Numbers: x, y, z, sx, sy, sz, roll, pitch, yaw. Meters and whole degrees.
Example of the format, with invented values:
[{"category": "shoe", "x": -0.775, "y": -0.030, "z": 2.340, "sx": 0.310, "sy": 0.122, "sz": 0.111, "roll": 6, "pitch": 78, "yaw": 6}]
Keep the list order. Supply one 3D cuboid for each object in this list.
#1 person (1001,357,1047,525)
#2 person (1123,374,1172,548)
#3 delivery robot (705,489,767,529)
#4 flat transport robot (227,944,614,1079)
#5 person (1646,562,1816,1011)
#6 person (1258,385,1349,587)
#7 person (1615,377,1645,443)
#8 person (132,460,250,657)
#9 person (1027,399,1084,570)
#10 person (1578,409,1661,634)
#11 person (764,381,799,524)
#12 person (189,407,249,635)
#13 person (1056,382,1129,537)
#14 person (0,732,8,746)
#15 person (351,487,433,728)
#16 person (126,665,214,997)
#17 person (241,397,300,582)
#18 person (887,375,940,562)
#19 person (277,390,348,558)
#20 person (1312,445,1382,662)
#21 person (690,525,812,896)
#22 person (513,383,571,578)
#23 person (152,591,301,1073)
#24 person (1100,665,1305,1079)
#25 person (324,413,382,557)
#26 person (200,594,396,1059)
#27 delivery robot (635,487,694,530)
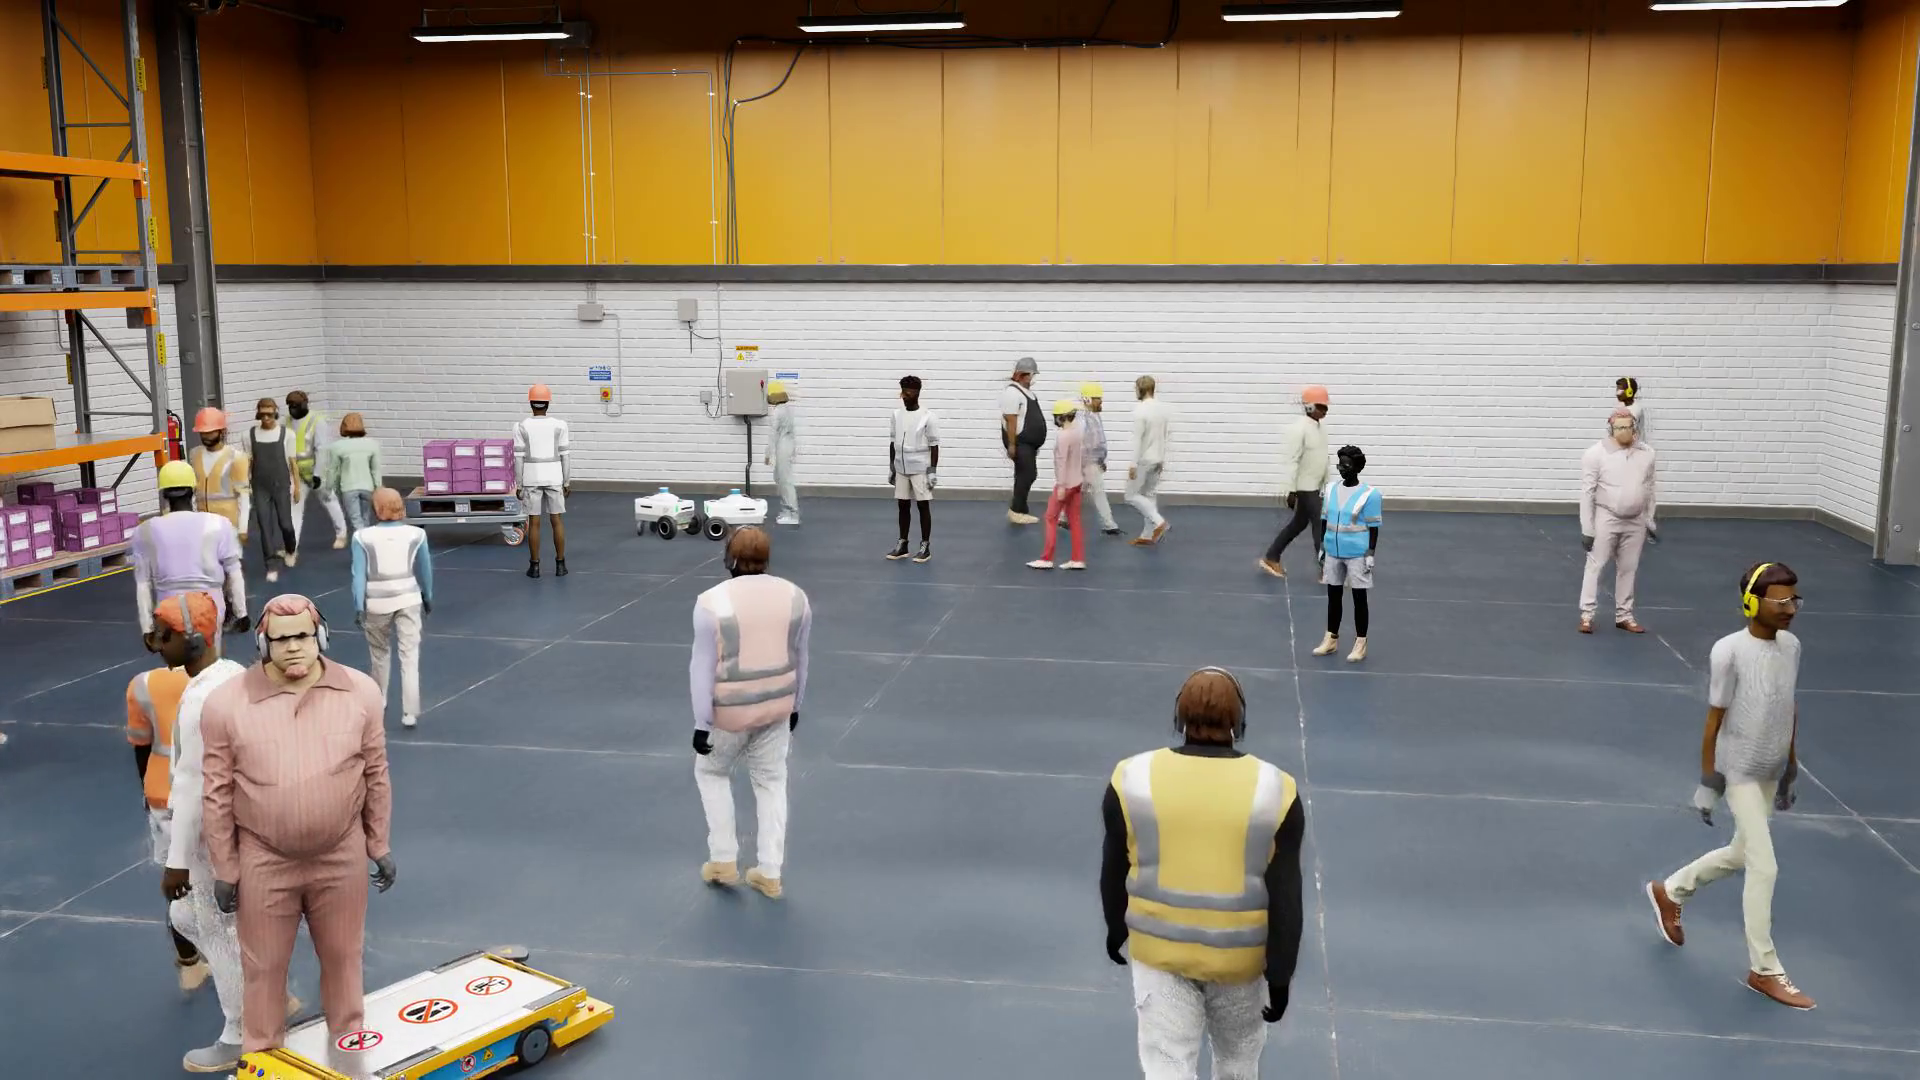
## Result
[{"category": "person", "x": 0.782, "y": -1.188, "z": 19.943, "sx": 0.535, "sy": 2.000, "sz": 0.708, "roll": 3, "pitch": 10, "yaw": 19}, {"category": "person", "x": 2.065, "y": -0.846, "z": 18.173, "sx": 0.509, "sy": 1.921, "sz": 0.651, "roll": 7, "pitch": 11, "yaw": 35}, {"category": "delivery robot", "x": -2.556, "y": -0.340, "z": 18.987, "sx": 0.707, "sy": 0.478, "sz": 0.477, "roll": -1, "pitch": 9, "yaw": -9}, {"category": "flat transport robot", "x": -2.065, "y": 1.897, "z": 6.273, "sx": 0.652, "sy": 0.197, "sz": 1.431, "roll": 7, "pitch": 11, "yaw": 35}, {"category": "person", "x": 3.332, "y": 0.979, "z": 7.121, "sx": 0.524, "sy": 1.845, "sz": 0.855, "roll": -5, "pitch": 10, "yaw": -27}, {"category": "person", "x": 3.390, "y": -0.551, "z": 16.284, "sx": 1.022, "sy": 1.950, "sz": 0.631, "roll": 6, "pitch": 11, "yaw": 35}, {"category": "person", "x": 7.533, "y": -0.913, "z": 18.837, "sx": 0.575, "sy": 1.846, "sz": 0.530, "roll": 1, "pitch": 9, "yaw": 4}, {"category": "person", "x": -4.768, "y": 0.449, "z": 10.281, "sx": 0.597, "sy": 1.887, "sz": 0.963, "roll": -1, "pitch": 9, "yaw": -9}, {"category": "person", "x": 0.980, "y": -0.561, "z": 16.913, "sx": 0.635, "sy": 1.745, "sz": 0.553, "roll": 4, "pitch": 10, "yaw": 24}, {"category": "person", "x": 5.532, "y": -0.147, "z": 13.945, "sx": 0.702, "sy": 1.894, "sz": 0.398, "roll": -1, "pitch": 9, "yaw": -5}, {"category": "person", "x": -2.150, "y": -1.050, "z": 20.043, "sx": 0.515, "sy": 1.712, "sz": 0.515, "roll": 3, "pitch": 10, "yaw": 16}, {"category": "person", "x": -6.198, "y": -0.154, "z": 13.890, "sx": 0.581, "sy": 1.918, "sz": 0.416, "roll": 2, "pitch": 9, "yaw": 15}, {"category": "person", "x": 1.480, "y": -0.931, "z": 19.195, "sx": 0.952, "sy": 1.790, "sz": 0.592, "roll": 3, "pitch": 10, "yaw": 18}, {"category": "person", "x": -6.013, "y": 0.496, "z": 9.862, "sx": 0.429, "sy": 1.928, "sz": 0.633, "roll": -6, "pitch": 11, "yaw": -35}, {"category": "person", "x": -3.831, "y": 0.436, "z": 11.240, "sx": 0.544, "sy": 1.586, "sz": 0.866, "roll": -5, "pitch": 10, "yaw": -28}, {"category": "person", "x": -3.215, "y": 1.059, "z": 7.073, "sx": 0.550, "sy": 1.675, "sz": 0.563, "roll": -1, "pitch": 9, "yaw": -5}, {"category": "person", "x": -6.802, "y": -0.517, "z": 16.454, "sx": 0.508, "sy": 1.824, "sz": 0.596, "roll": -2, "pitch": 9, "yaw": -14}, {"category": "person", "x": -0.498, "y": -0.752, "z": 17.462, "sx": 0.602, "sy": 1.967, "sz": 0.370, "roll": 6, "pitch": 11, "yaw": 33}, {"category": "person", "x": -6.988, "y": -0.728, "z": 17.925, "sx": 0.633, "sy": 1.790, "sz": 0.995, "roll": 3, "pitch": 10, "yaw": 19}, {"category": "person", "x": 3.030, "y": 0.102, "z": 13.001, "sx": 0.319, "sy": 1.697, "sz": 0.533, "roll": -9, "pitch": 13, "yaw": -44}, {"category": "person", "x": -1.067, "y": 0.822, "z": 8.156, "sx": 0.651, "sy": 1.816, "sz": 0.609, "roll": -6, "pitch": 11, "yaw": -33}, {"category": "person", "x": -4.152, "y": -0.590, "z": 16.546, "sx": 0.551, "sy": 1.937, "sz": 0.357, "roll": -3, "pitch": 10, "yaw": -18}, {"category": "person", "x": -2.824, "y": 1.105, "z": 6.265, "sx": 0.410, "sy": 1.865, "sz": 0.574, "roll": -3, "pitch": 10, "yaw": -17}, {"category": "person", "x": 0.768, "y": 1.278, "z": 5.341, "sx": 0.637, "sy": 1.804, "sz": 0.866, "roll": 2, "pitch": 9, "yaw": 10}, {"category": "person", "x": -6.217, "y": -0.498, "z": 17.014, "sx": 0.516, "sy": 1.591, "sz": 0.821, "roll": -8, "pitch": 12, "yaw": -42}, {"category": "person", "x": -2.350, "y": 1.132, "z": 5.958, "sx": 0.638, "sy": 1.911, "sz": 0.402, "roll": -5, "pitch": 11, "yaw": -29}, {"category": "delivery robot", "x": -3.399, "y": -0.363, "z": 19.129, "sx": 0.707, "sy": 0.478, "sz": 0.477, "roll": 6, "pitch": 11, "yaw": 34}]
